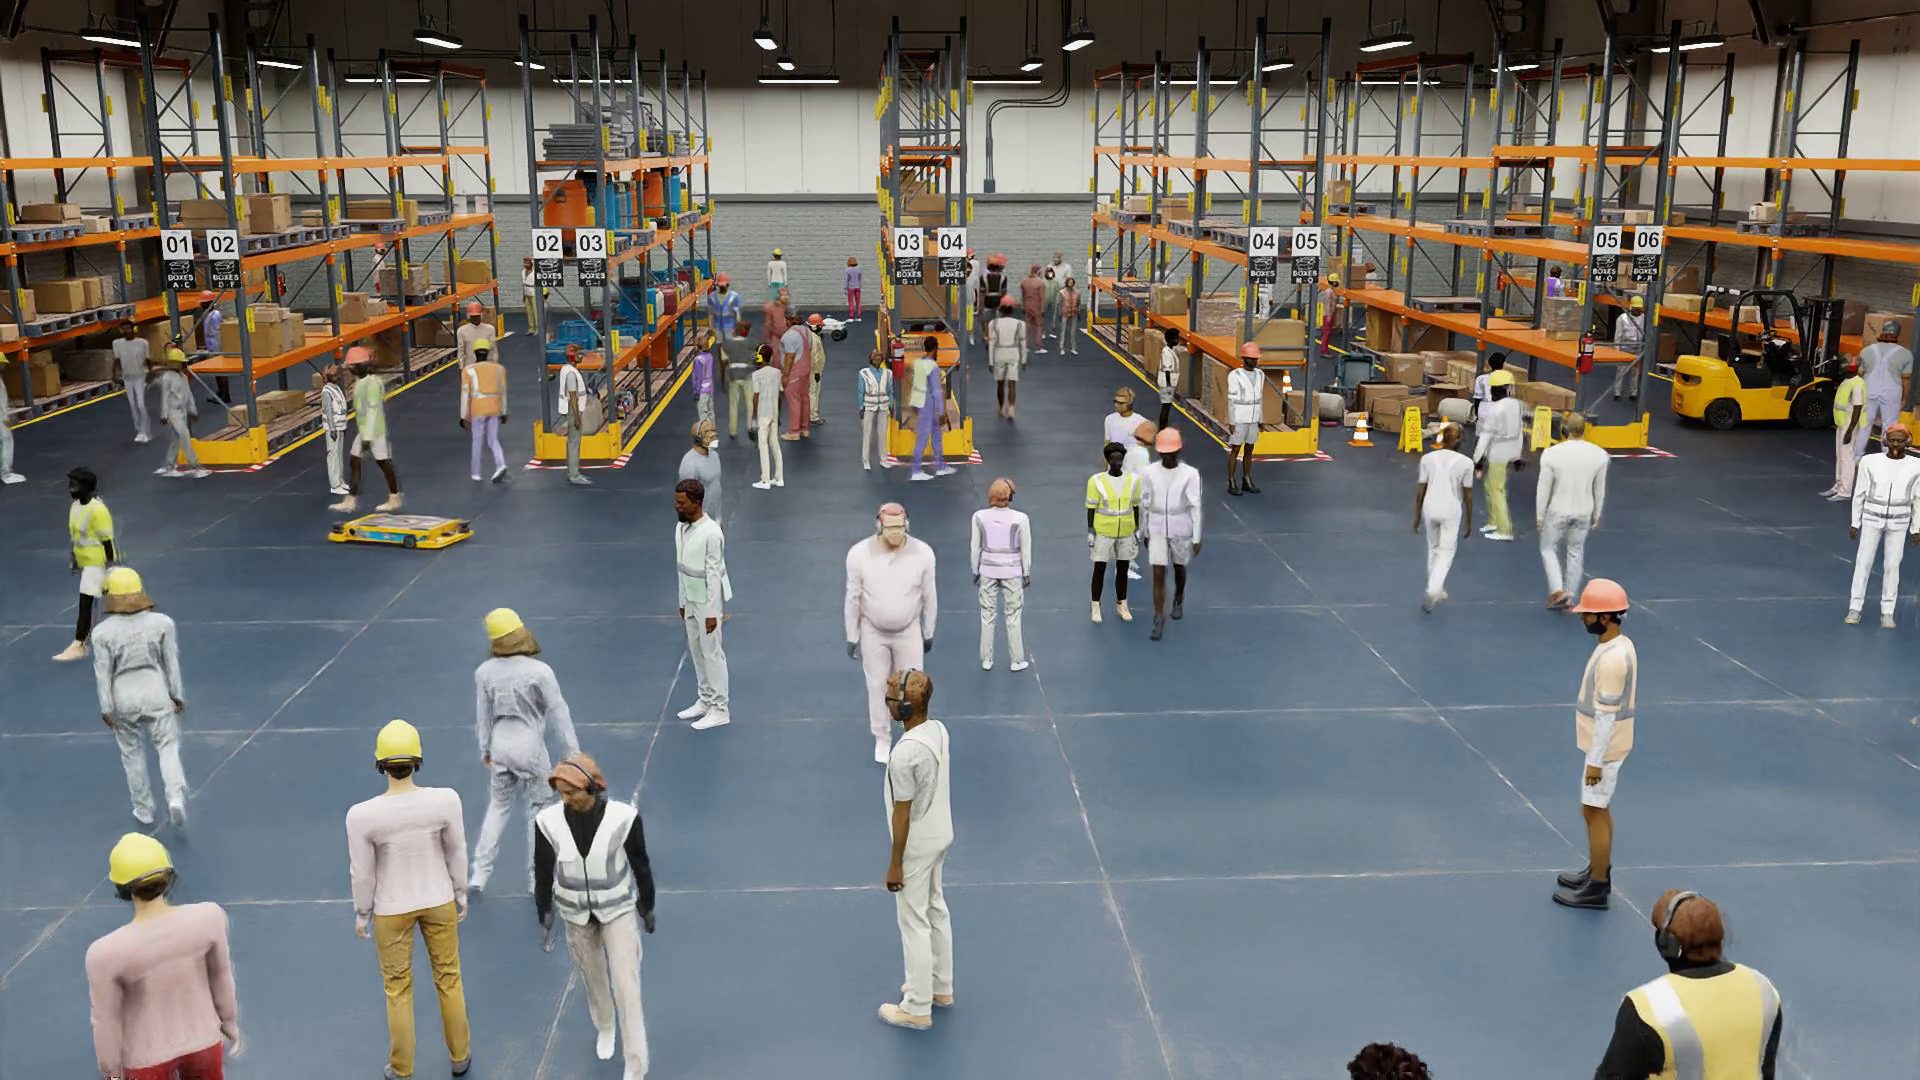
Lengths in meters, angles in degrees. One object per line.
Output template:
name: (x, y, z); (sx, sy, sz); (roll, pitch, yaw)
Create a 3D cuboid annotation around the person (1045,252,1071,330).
person: (2.374, -6.017, 40.177); (0.643, 1.861, 0.989); (2, 13, 8)

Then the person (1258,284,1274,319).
person: (7.046, -5.585, 38.283); (0.359, 1.880, 0.575); (-3, 14, -13)

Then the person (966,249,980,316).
person: (0.281, -6.661, 43.126); (0.349, 1.743, 0.563); (8, 16, 32)

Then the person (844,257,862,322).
person: (-2.688, -6.312, 41.901); (0.493, 1.625, 0.280); (-8, 16, -32)

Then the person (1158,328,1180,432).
person: (3.123, -2.333, 24.911); (0.323, 1.686, 0.538); (3, 14, 11)

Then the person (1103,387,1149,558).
person: (1.756, -0.717, 17.732); (0.506, 1.842, 0.342); (7, 15, 29)

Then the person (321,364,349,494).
person: (-7.912, -1.402, 21.065); (0.307, 1.641, 0.514); (-2, 13, -8)

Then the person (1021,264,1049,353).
person: (1.602, -4.925, 35.468); (0.420, 1.890, 0.662); (-13, 18, -43)

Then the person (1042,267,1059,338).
person: (2.049, -5.463, 38.284); (0.498, 1.633, 0.282); (-5, 14, -21)

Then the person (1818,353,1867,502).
person: (10.972, -1.387, 20.556); (0.388, 1.847, 0.563); (4, 14, 15)

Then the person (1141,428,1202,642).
person: (1.919, -0.103, 15.091); (0.573, 1.886, 1.037); (4, 14, 16)

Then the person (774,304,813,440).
person: (-2.523, -2.527, 24.971); (0.535, 2.000, 0.673); (6, 14, 22)

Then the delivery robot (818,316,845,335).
delivery robot: (-2.978, -4.864, 37.856); (0.707, 0.478, 0.477); (2, 13, 8)

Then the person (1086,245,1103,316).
person: (3.407, -6.452, 41.841); (0.369, 1.925, 0.594); (-8, 15, -29)

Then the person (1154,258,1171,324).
person: (4.793, -5.866, 39.771); (0.559, 1.731, 0.664); (-7, 15, -27)

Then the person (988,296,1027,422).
person: (0.763, -2.909, 26.698); (0.625, 1.999, 1.039); (-1, 13, -4)

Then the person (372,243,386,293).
person: (-14.627, -6.524, 42.029); (0.407, 1.986, 0.618); (-4, 14, -16)

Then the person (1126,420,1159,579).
person: (1.796, -0.422, 16.980); (0.448, 1.608, 0.581); (-2, 13, -6)

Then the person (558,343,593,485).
person: (-5.031, -1.641, 21.633); (0.374, 1.843, 0.573); (-4, 14, -17)

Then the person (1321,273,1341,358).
person: (7.738, -4.677, 34.694); (0.336, 1.757, 0.518); (6, 15, 25)

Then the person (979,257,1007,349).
person: (0.708, -5.071, 35.794); (0.618, 2.022, 0.475); (-1, 13, -6)

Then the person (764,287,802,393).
person: (-3.104, -3.550, 29.642); (0.685, 1.873, 0.840); (-6, 15, -24)

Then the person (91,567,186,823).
person: (-5.231, 1.022, 10.632); (0.487, 1.721, 0.557); (-9, 16, -33)

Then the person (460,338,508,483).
person: (-6.190, -1.675, 21.713); (0.652, 1.887, 0.746); (-9, 16, -34)

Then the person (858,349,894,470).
person: (-1.148, -1.779, 22.669); (0.512, 1.637, 0.307); (-5, 14, -22)

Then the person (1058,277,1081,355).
person: (2.317, -4.747, 35.238); (0.514, 1.641, 0.308); (-4, 14, -17)

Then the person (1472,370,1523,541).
person: (5.961, -0.946, 18.577); (0.611, 1.899, 0.647); (-12, 18, -42)

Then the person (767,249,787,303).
person: (-4.706, -6.628, 42.944); (0.525, 1.765, 0.329); (3, 14, 14)

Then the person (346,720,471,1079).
person: (-2.541, 1.686, 7.710); (0.524, 1.770, 0.315); (-7, 15, -27)

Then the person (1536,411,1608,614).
person: (5.698, -0.245, 15.552); (0.663, 1.927, 0.426); (0, 13, 2)

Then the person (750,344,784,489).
person: (-2.489, -1.585, 21.383); (0.327, 1.862, 0.501); (10, 16, 35)

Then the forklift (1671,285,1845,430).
forklift: (12.503, -2.886, 26.166); (2.313, 2.155, 1.214); (-1, 13, -3)

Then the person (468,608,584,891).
person: (-2.551, 1.250, 9.665); (0.578, 1.724, 0.450); (6, 15, 24)

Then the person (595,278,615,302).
person: (-8.130, -5.474, 38.176); (0.561, 1.712, 0.914); (5, 14, 21)

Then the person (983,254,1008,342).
person: (0.855, -5.399, 37.276); (0.626, 1.977, 1.097); (-9, 16, -33)
